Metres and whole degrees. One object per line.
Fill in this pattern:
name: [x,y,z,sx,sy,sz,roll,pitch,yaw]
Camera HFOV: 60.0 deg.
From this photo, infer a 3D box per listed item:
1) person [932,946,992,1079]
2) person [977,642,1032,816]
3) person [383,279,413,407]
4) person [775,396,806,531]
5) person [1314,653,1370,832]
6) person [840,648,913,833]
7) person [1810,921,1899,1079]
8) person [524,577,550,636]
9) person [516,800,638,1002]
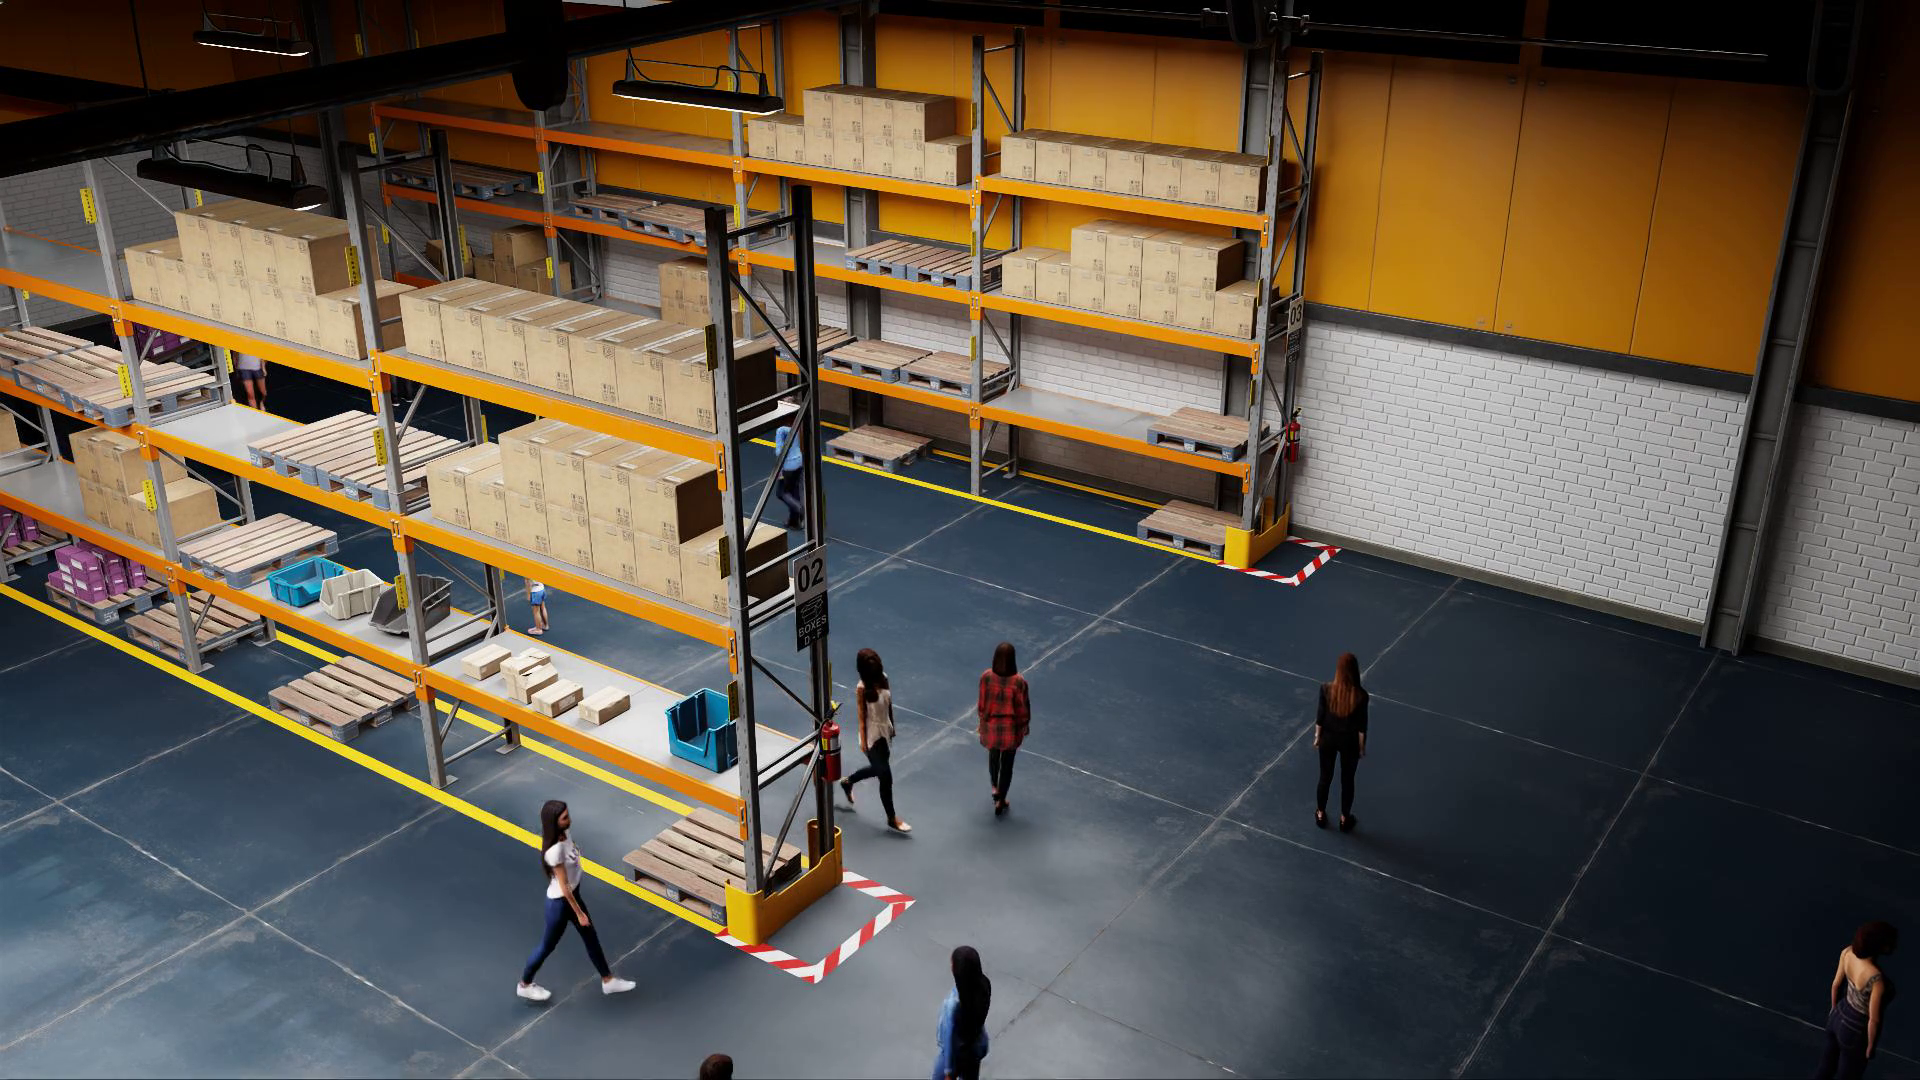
person: [0.112,3.467,11.045,0.676,1.703,0.654,13,27,28]
person: [0.356,1.738,15.016,0.658,1.690,0.776,8,25,17]
person: [-8.727,-3.054,25.645,0.561,1.958,0.630,17,29,33]
person: [-2.069,-0.943,21.021,0.822,1.793,0.661,15,28,30]
person: [3.388,1.800,14.846,0.533,1.713,0.711,10,25,21]
person: [-0.825,1.751,14.909,1.075,1.753,0.659,12,26,26]
person: [6.032,3.335,11.267,0.748,1.768,0.696,-3,24,-7]
person: [-4.731,0.561,18.547,0.469,1.019,0.458,9,25,21]
person: [-3.100,2.783,12.579,1.217,1.728,1.024,0,24,1]
